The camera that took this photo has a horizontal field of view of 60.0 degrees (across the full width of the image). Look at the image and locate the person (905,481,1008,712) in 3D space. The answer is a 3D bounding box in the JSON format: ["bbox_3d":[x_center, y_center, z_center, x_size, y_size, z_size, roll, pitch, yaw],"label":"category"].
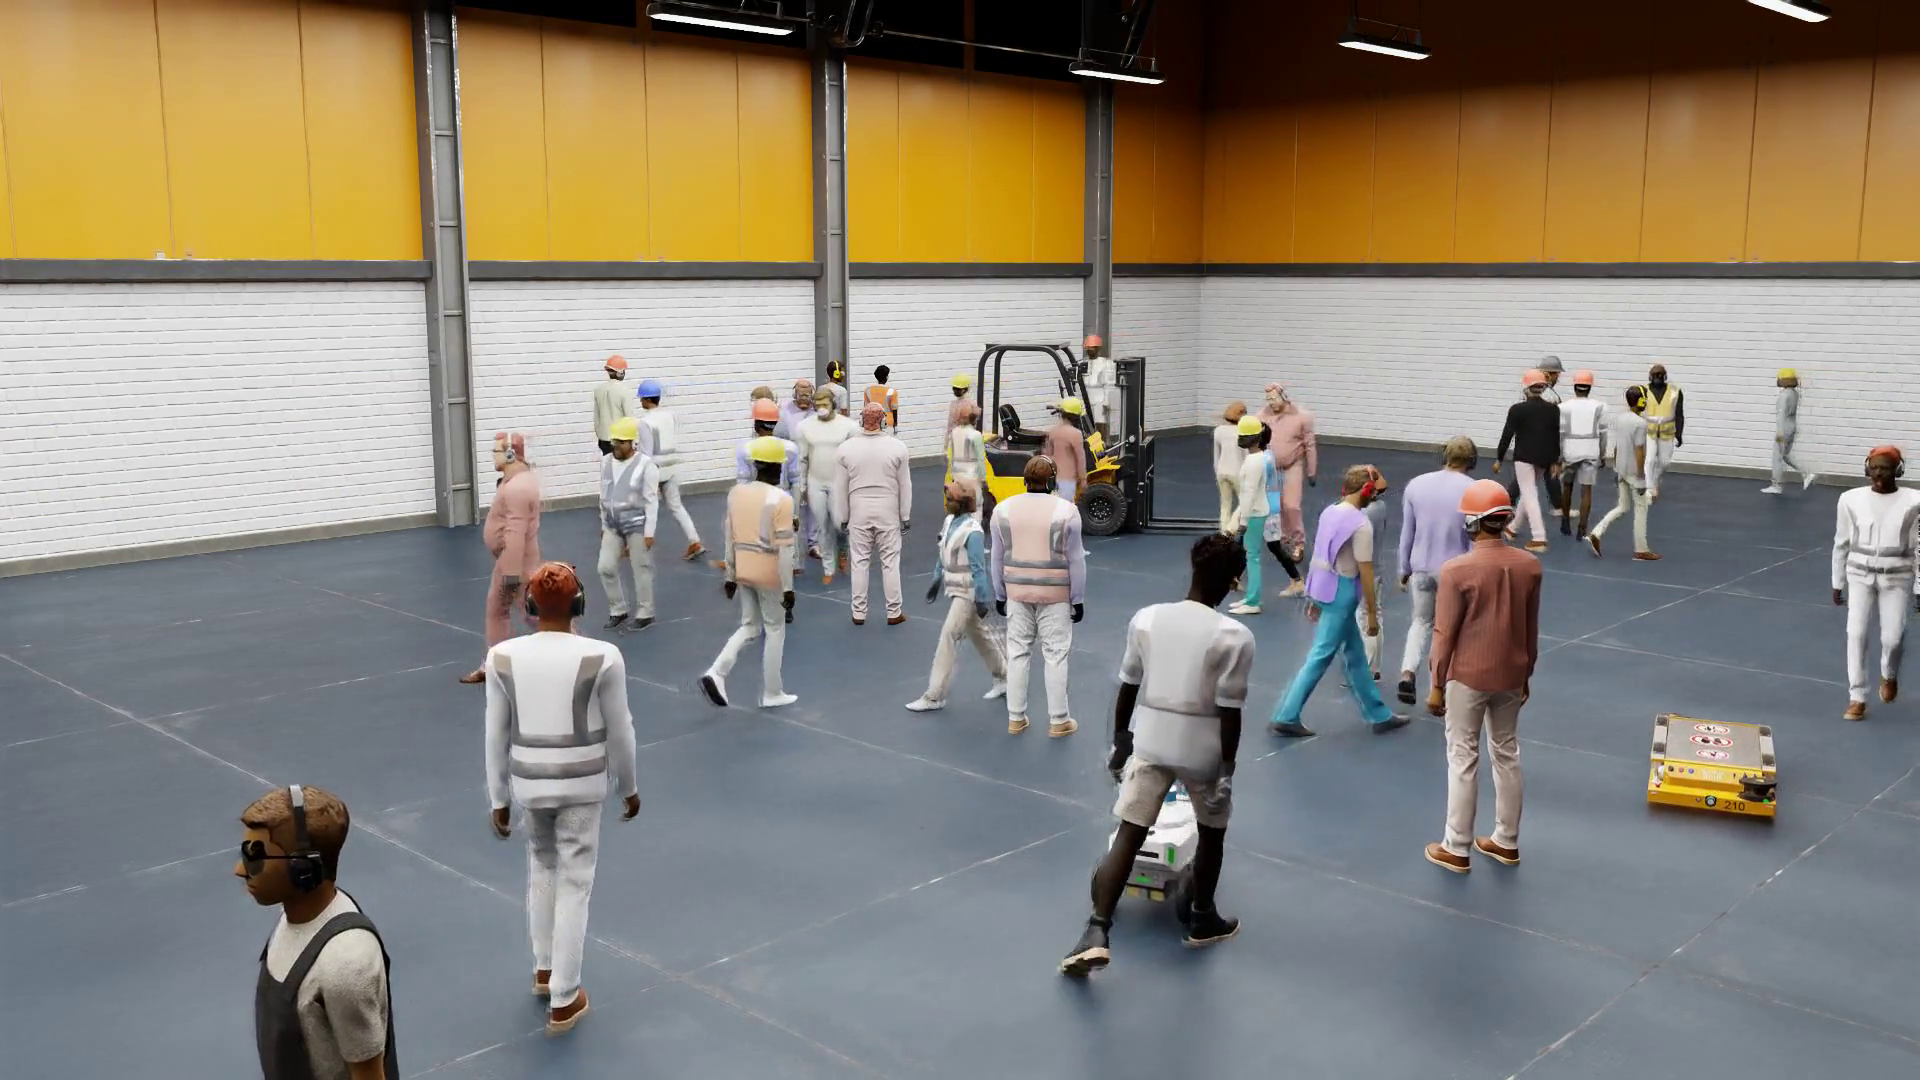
[{"bbox_3d":[0.038,0.372,11.522,0.870,1.595,0.523,-3,10,-17],"label":"person"}]

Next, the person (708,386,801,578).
[{"bbox_3d":[-1.993,-0.537,16.146,0.957,1.896,0.656,-3,10,-17],"label":"person"}]

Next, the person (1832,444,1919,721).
[{"bbox_3d":[6.211,0.277,11.234,0.591,1.870,0.533,7,12,37],"label":"person"}]

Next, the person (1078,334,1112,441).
[{"bbox_3d":[2.048,-2.144,25.584,0.602,2.028,0.518,6,11,32],"label":"person"}]

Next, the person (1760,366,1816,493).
[{"bbox_3d":[11.179,-1.469,22.381,0.557,1.730,0.490,9,13,44],"label":"person"}]

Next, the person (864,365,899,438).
[{"bbox_3d":[-1.107,-1.613,23.394,0.530,1.689,0.322,3,10,19],"label":"person"}]

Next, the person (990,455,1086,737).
[{"bbox_3d":[0.520,0.364,10.804,0.633,1.843,0.429,3,10,20],"label":"person"}]

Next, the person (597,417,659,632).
[{"bbox_3d":[-2.783,-0.113,13.818,0.631,1.808,0.561,5,10,26],"label":"person"}]

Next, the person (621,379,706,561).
[{"bbox_3d":[-3.101,-0.718,17.269,0.986,1.907,0.605,5,10,28],"label":"person"}]

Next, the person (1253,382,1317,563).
[{"bbox_3d":[3.312,-0.691,17.208,0.687,1.872,0.536,4,10,25],"label":"person"}]

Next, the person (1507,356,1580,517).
[{"bbox_3d":[7.064,-1.282,20.286,0.988,2.000,0.691,2,9,12],"label":"person"}]

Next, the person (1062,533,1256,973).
[{"bbox_3d":[0.895,0.926,7.174,0.676,1.904,0.955,6,11,32],"label":"person"}]

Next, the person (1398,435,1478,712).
[{"bbox_3d":[3.287,0.240,11.347,0.647,1.911,0.555,7,12,37],"label":"person"}]

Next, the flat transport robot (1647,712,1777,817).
[{"bbox_3d":[4.455,1.302,9.853,0.652,0.197,1.431,4,10,24],"label":"flat transport robot"}]

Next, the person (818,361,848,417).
[{"bbox_3d":[-1.608,-1.354,21.270,0.535,1.862,0.312,7,12,38],"label":"person"}]

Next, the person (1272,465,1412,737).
[{"bbox_3d":[2.474,0.405,10.758,0.968,1.782,0.579,-1,9,-7],"label":"person"}]

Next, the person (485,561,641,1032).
[{"bbox_3d":[-1.597,1.004,6.788,0.573,1.859,0.715,1,9,8],"label":"person"}]

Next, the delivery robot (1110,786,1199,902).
[{"bbox_3d":[0.983,1.420,7.972,0.477,0.478,0.707,4,10,26],"label":"delivery robot"}]

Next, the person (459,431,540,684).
[{"bbox_3d":[-3.171,0.135,12.123,0.927,1.875,0.652,-2,10,-15],"label":"person"}]

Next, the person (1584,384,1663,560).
[{"bbox_3d":[6.947,-0.693,17.263,0.764,1.850,0.546,-2,9,-11],"label":"person"}]

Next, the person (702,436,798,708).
[{"bbox_3d":[-1.421,0.244,11.357,0.598,1.907,0.656,7,12,39],"label":"person"}]

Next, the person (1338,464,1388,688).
[{"bbox_3d":[2.933,0.265,12.046,0.283,1.633,0.498,5,11,28],"label":"person"}]

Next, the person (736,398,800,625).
[{"bbox_3d":[-1.639,-0.239,14.186,0.551,1.941,0.340,-3,10,-18],"label":"person"}]

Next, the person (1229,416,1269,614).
[{"bbox_3d":[2.550,-0.216,14.618,0.336,1.761,0.540,2,9,11],"label":"person"}]

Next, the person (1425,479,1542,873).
[{"bbox_3d":[2.634,0.683,8.410,0.619,1.985,0.406,-4,10,-21],"label":"person"}]

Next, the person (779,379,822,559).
[{"bbox_3d":[-1.626,-0.730,17.338,0.642,1.900,0.399,-3,10,-20],"label":"person"}]

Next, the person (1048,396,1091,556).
[{"bbox_3d":[1.030,-0.638,17.284,0.809,1.727,0.517,-5,11,-29],"label":"person"}]

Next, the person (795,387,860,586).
[{"bbox_3d":[-1.270,-0.516,15.976,0.629,1.919,0.474,1,9,4],"label":"person"}]

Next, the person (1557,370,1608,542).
[{"bbox_3d":[7.004,-0.967,18.789,0.567,1.899,0.922,3,10,17],"label":"person"}]

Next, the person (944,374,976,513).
[{"bbox_3d":[-0.018,-1.193,20.635,0.611,1.736,0.602,-5,11,-29],"label":"person"}]

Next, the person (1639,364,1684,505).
[{"bbox_3d":[9.041,-1.383,21.606,0.626,1.822,0.806,2,10,14],"label":"person"}]

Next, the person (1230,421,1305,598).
[{"bbox_3d":[2.825,-0.283,15.385,0.869,1.648,0.526,1,9,8],"label":"person"}]

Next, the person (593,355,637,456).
[{"bbox_3d":[-4.178,-1.258,20.280,0.623,1.992,0.396,6,11,31],"label":"person"}]

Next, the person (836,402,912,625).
[{"bbox_3d":[-0.725,-0.217,14.167,0.642,1.909,0.410,0,9,3],"label":"person"}]

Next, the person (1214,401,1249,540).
[{"bbox_3d":[2.944,-0.689,17.944,0.499,1.619,0.369,8,12,42],"label":"person"}]

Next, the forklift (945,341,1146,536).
[{"bbox_3d":[0.977,-1.223,19.452,2.313,2.155,1.214,2,9,11],"label":"forklift"}]

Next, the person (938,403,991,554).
[{"bbox_3d":[0.071,-0.641,17.621,0.460,1.628,0.514,-6,11,-32],"label":"person"}]

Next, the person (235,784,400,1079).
[{"bbox_3d":[-1.512,1.474,3.988,0.345,1.845,0.505,-6,11,-34],"label":"person"}]

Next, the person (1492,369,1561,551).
[{"bbox_3d":[6.175,-0.882,18.128,0.627,1.938,1.022,-3,10,-15],"label":"person"}]
